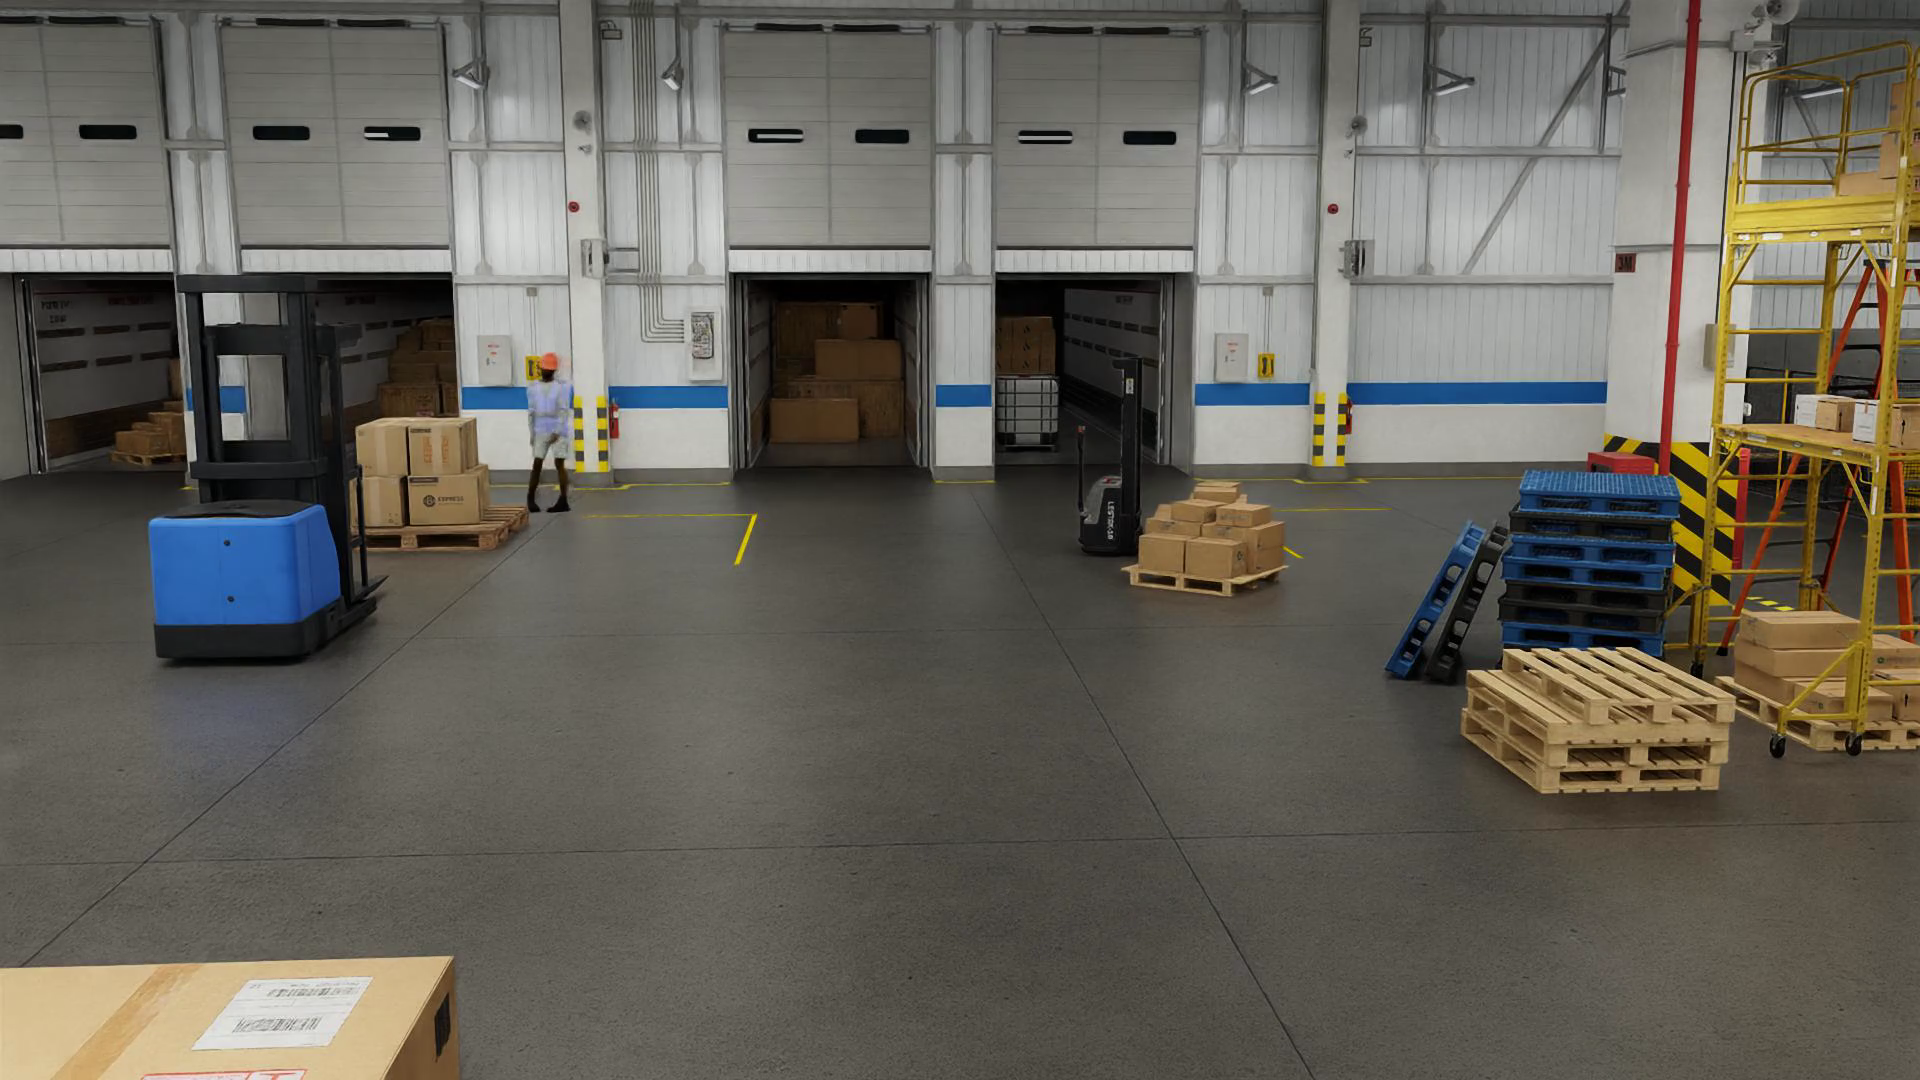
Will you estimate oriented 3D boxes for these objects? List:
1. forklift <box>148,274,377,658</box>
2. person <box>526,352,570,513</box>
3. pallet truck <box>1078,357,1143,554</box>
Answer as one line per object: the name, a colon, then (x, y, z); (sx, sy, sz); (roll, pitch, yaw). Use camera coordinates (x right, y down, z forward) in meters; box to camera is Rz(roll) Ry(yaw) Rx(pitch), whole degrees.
forklift: (-5.344, -0.626, 12.679); (1.129, 2.768, 1.873); (-1, 9, -4)
person: (-4.911, -1.267, 19.742); (0.547, 1.915, 0.509); (1, 9, 3)
pallet truck: (2.088, -0.836, 16.757); (1.885, 1.965, 0.823); (2, 9, 13)
